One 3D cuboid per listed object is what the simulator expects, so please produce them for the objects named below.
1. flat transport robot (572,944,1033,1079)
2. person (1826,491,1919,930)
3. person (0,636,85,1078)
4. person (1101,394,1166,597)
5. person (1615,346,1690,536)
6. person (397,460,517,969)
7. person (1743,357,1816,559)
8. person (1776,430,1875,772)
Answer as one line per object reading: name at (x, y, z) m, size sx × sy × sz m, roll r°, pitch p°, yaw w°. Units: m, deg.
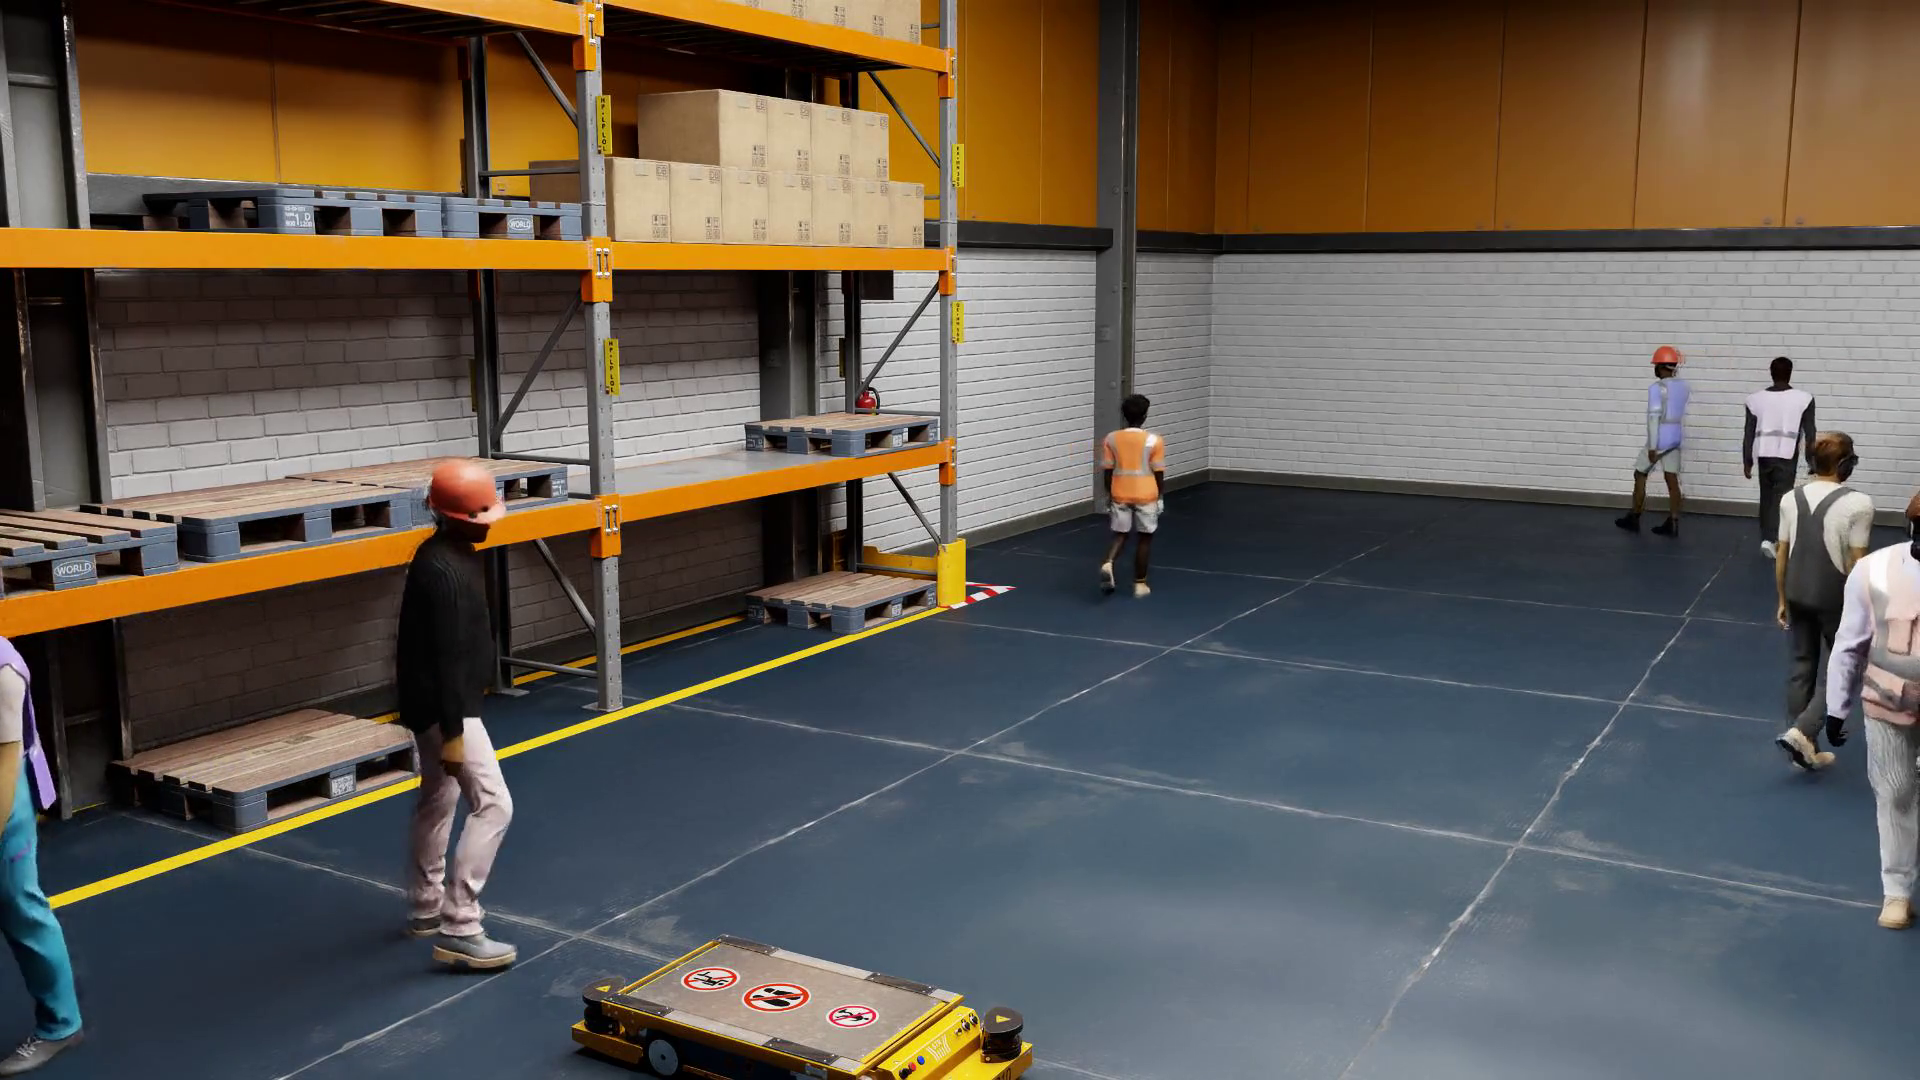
flat transport robot at (-0.539, 1.630, 5.552) m, size 1.431 × 0.197 × 0.652 m, roll 5°, pitch 11°, yaw 30°
person at (3.753, 0.703, 6.521) m, size 0.666 × 1.817 × 0.745 m, roll 6°, pitch 11°, yaw 35°
person at (-3.205, 0.925, 5.201) m, size 0.583 × 1.792 × 0.944 m, roll 4°, pitch 10°, yaw 25°
person at (1.389, -0.340, 13.467) m, size 0.540 × 1.682 × 0.540 m, roll 5°, pitch 10°, yaw 29°
person at (7.091, -1.018, 16.988) m, size 0.563 × 1.901 × 0.859 m, roll -4°, pitch 10°, yaw -24°
person at (-1.945, 0.663, 6.402) m, size 0.442 × 1.959 × 0.691 m, roll -4°, pitch 10°, yaw -25°
person at (7.668, -0.781, 15.623) m, size 0.601 × 1.880 × 0.976 m, roll 8°, pitch 12°, yaw 40°
person at (4.522, 0.342, 8.729) m, size 0.441 × 1.834 × 0.543 m, roll -5°, pitch 10°, yaw -30°
